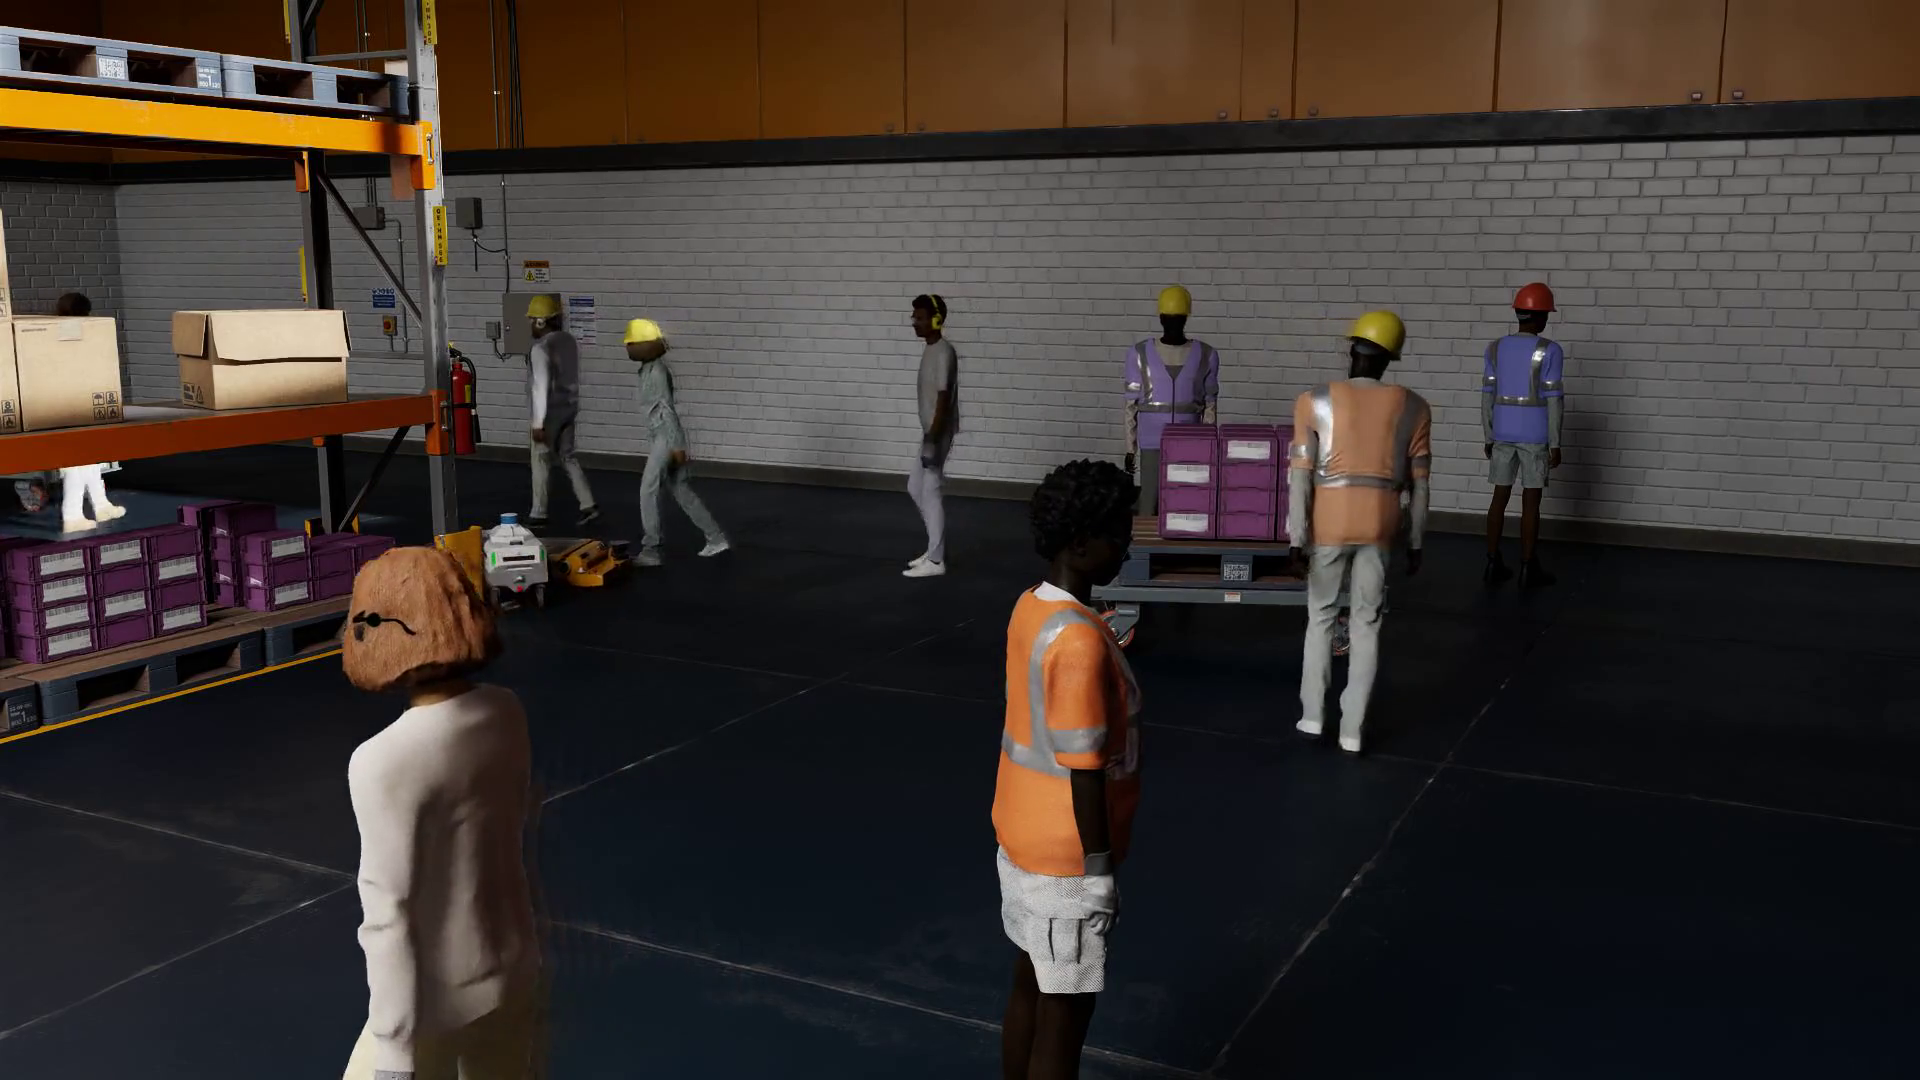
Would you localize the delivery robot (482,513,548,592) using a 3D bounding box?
[{"bbox_3d":[-2.708,0.081,10.029,0.477,0.478,0.707,-4,11,-22],"label":"delivery robot"}]

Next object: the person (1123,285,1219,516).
[{"bbox_3d":[1.316,-0.603,10.307,0.614,1.925,0.387,0,10,1],"label":"person"}]

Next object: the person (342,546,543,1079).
[{"bbox_3d":[-0.984,0.810,3.014,0.563,1.613,0.521,3,10,17],"label":"person"}]

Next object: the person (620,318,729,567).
[{"bbox_3d":[-1.948,-0.671,11.386,0.750,1.697,0.501,-3,10,-17],"label":"person"}]

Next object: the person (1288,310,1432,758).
[{"bbox_3d":[1.703,-0.030,7.103,0.601,1.879,0.600,1,10,8],"label":"person"}]

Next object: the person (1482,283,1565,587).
[{"bbox_3d":[3.624,-0.674,10.675,0.371,1.935,0.551,-8,13,-39],"label":"person"}]

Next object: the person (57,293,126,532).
[{"bbox_3d":[-6.734,-0.995,12.897,0.623,1.809,0.833,4,11,23],"label":"person"}]

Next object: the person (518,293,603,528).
[{"bbox_3d":[-3.128,-0.980,12.838,0.531,1.839,0.604,3,10,18],"label":"person"}]

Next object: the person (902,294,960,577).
[{"bbox_3d":[-0.200,-0.680,10.943,0.384,1.857,0.590,-2,10,-13],"label":"person"}]

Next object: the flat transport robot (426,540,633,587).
[{"bbox_3d":[-2.922,0.131,10.832,1.431,0.197,0.652,1,10,6],"label":"flat transport robot"}]

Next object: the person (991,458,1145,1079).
[{"bbox_3d":[0.237,0.665,3.632,0.320,1.692,0.532,-2,10,-10],"label":"person"}]
